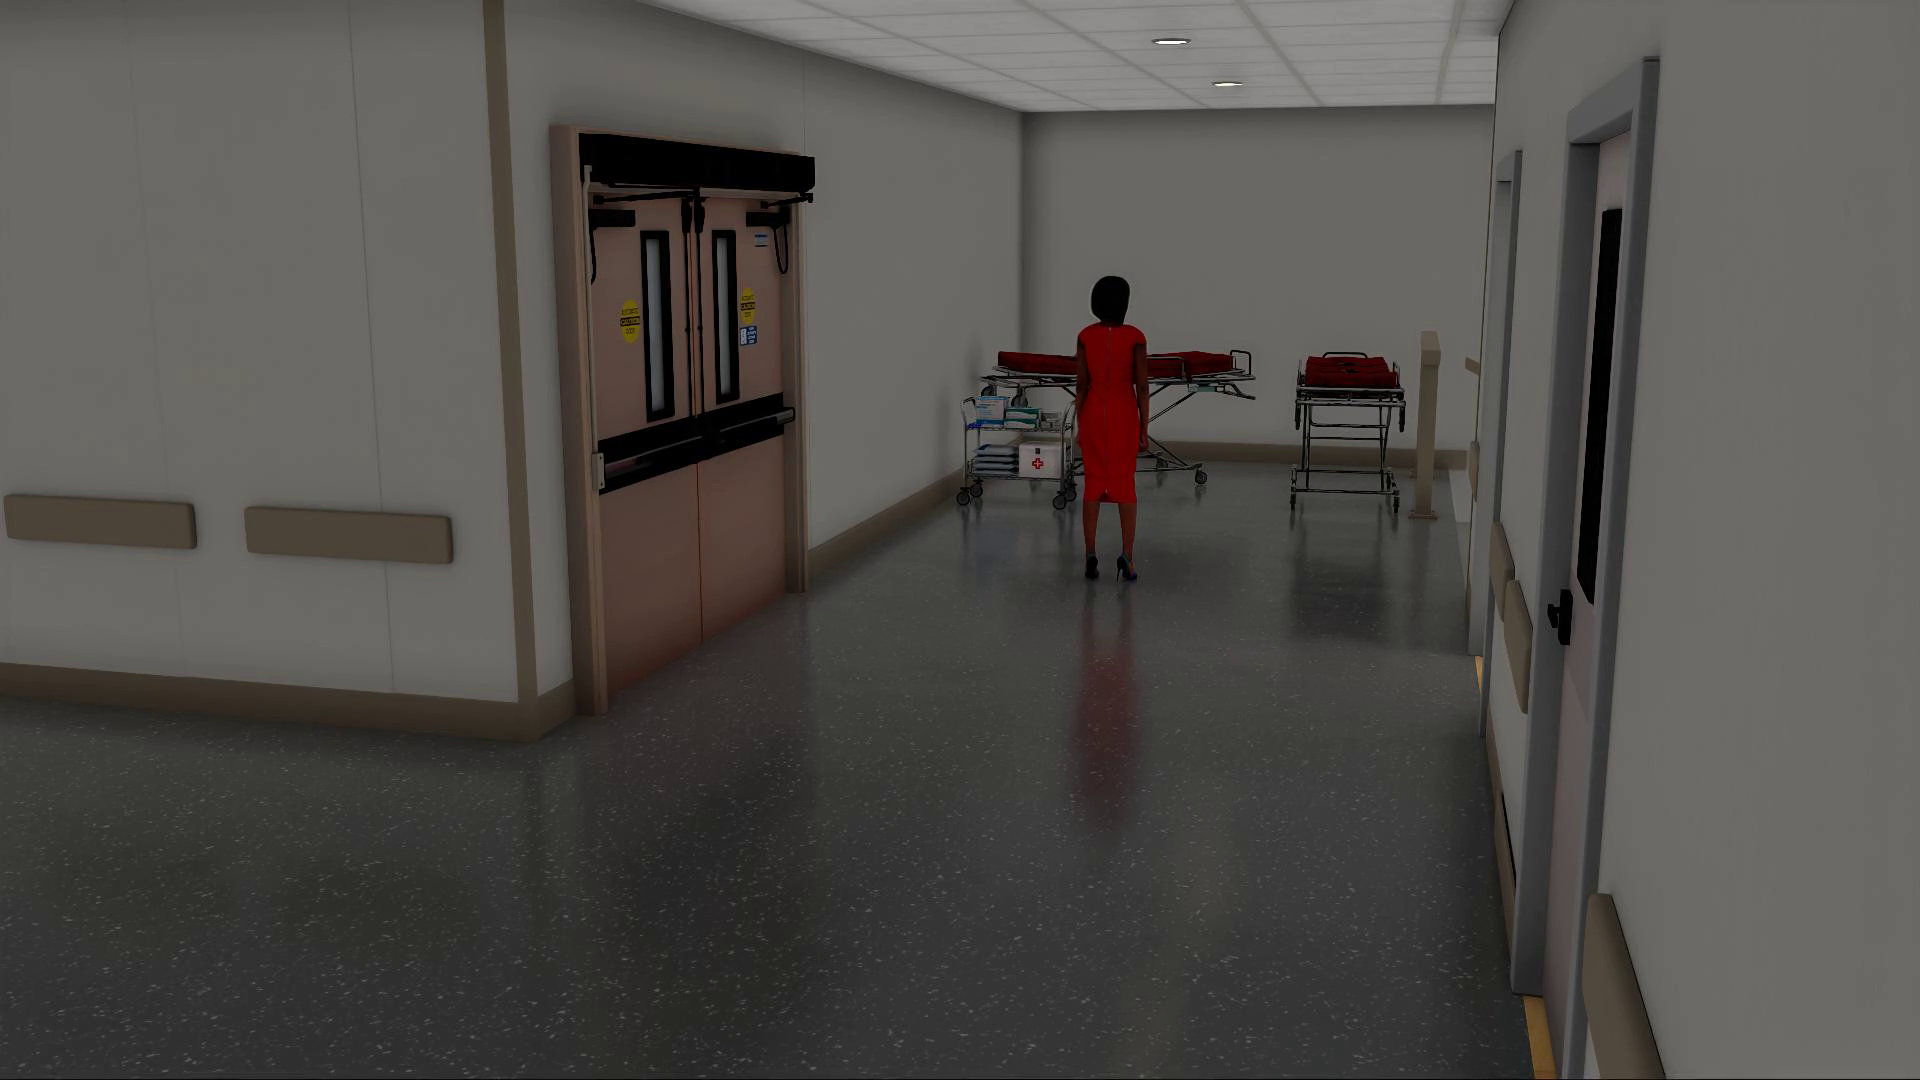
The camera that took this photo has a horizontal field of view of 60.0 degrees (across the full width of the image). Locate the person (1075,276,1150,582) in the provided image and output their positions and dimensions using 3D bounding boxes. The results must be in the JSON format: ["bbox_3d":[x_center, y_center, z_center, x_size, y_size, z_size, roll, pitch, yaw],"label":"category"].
[{"bbox_3d":[0.859,-0.638,9.558,0.575,1.743,0.499,3,11,16],"label":"person"}]
